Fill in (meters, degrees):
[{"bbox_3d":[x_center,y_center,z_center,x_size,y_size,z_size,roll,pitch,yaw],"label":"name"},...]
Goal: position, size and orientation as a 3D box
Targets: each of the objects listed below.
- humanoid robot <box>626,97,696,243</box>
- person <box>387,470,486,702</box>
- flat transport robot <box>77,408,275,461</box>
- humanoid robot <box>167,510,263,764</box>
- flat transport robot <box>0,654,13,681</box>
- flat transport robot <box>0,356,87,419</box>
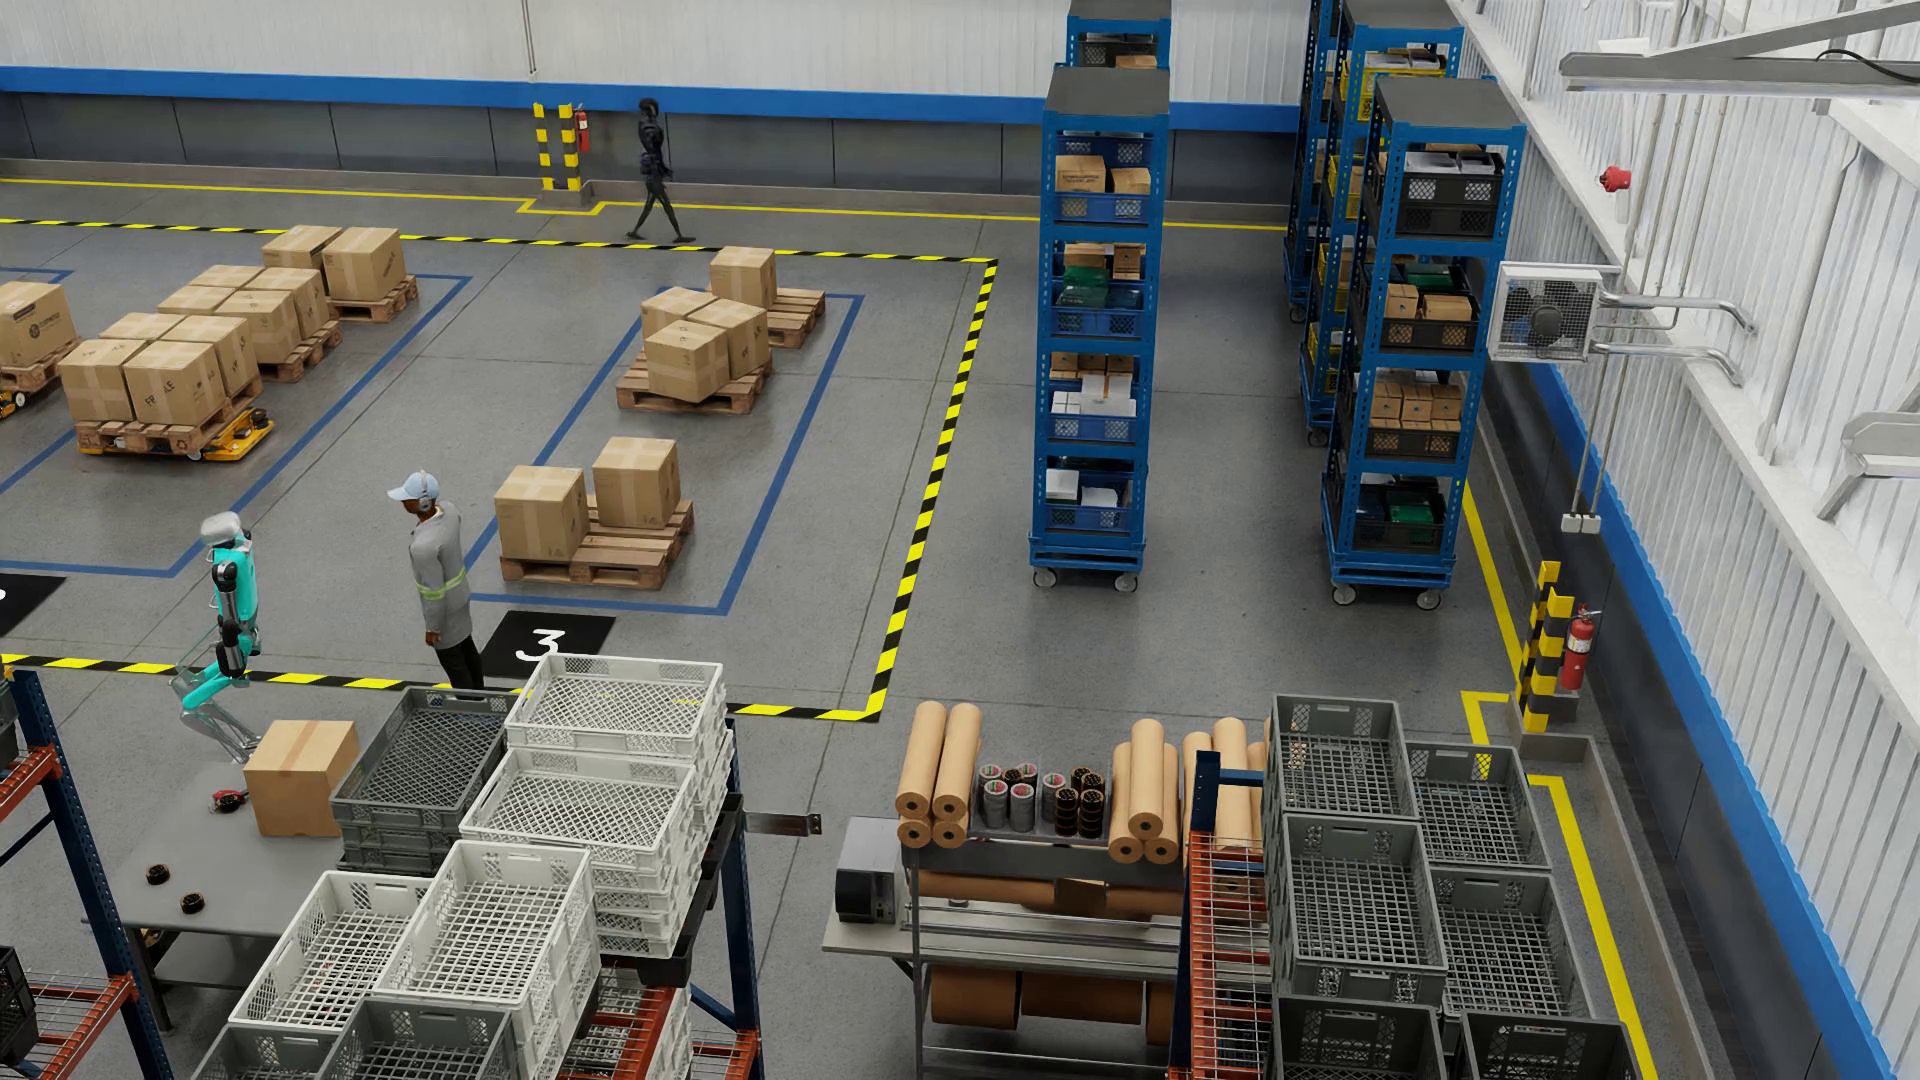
[{"bbox_3d":[-3.363,-4.065,18.316,0.791,1.638,0.593,-2,30,-3],"label":"humanoid robot"},{"bbox_3d":[-3.250,0.392,10.425,0.359,1.852,0.596,0,30,0],"label":"person"},{"bbox_3d":[-6.728,-0.944,14.268,1.431,0.197,0.652,3,30,6],"label":"flat transport robot"},{"bbox_3d":[-4.512,0.625,10.003,0.735,1.681,0.533,-5,31,-9],"label":"humanoid robot"},{"bbox_3d":[-7.142,0.969,11.010,1.431,0.231,0.659,3,30,6],"label":"flat transport robot"},{"bbox_3d":[-8.703,-1.478,15.184,0.652,0.197,1.431,3,30,6],"label":"flat transport robot"}]
